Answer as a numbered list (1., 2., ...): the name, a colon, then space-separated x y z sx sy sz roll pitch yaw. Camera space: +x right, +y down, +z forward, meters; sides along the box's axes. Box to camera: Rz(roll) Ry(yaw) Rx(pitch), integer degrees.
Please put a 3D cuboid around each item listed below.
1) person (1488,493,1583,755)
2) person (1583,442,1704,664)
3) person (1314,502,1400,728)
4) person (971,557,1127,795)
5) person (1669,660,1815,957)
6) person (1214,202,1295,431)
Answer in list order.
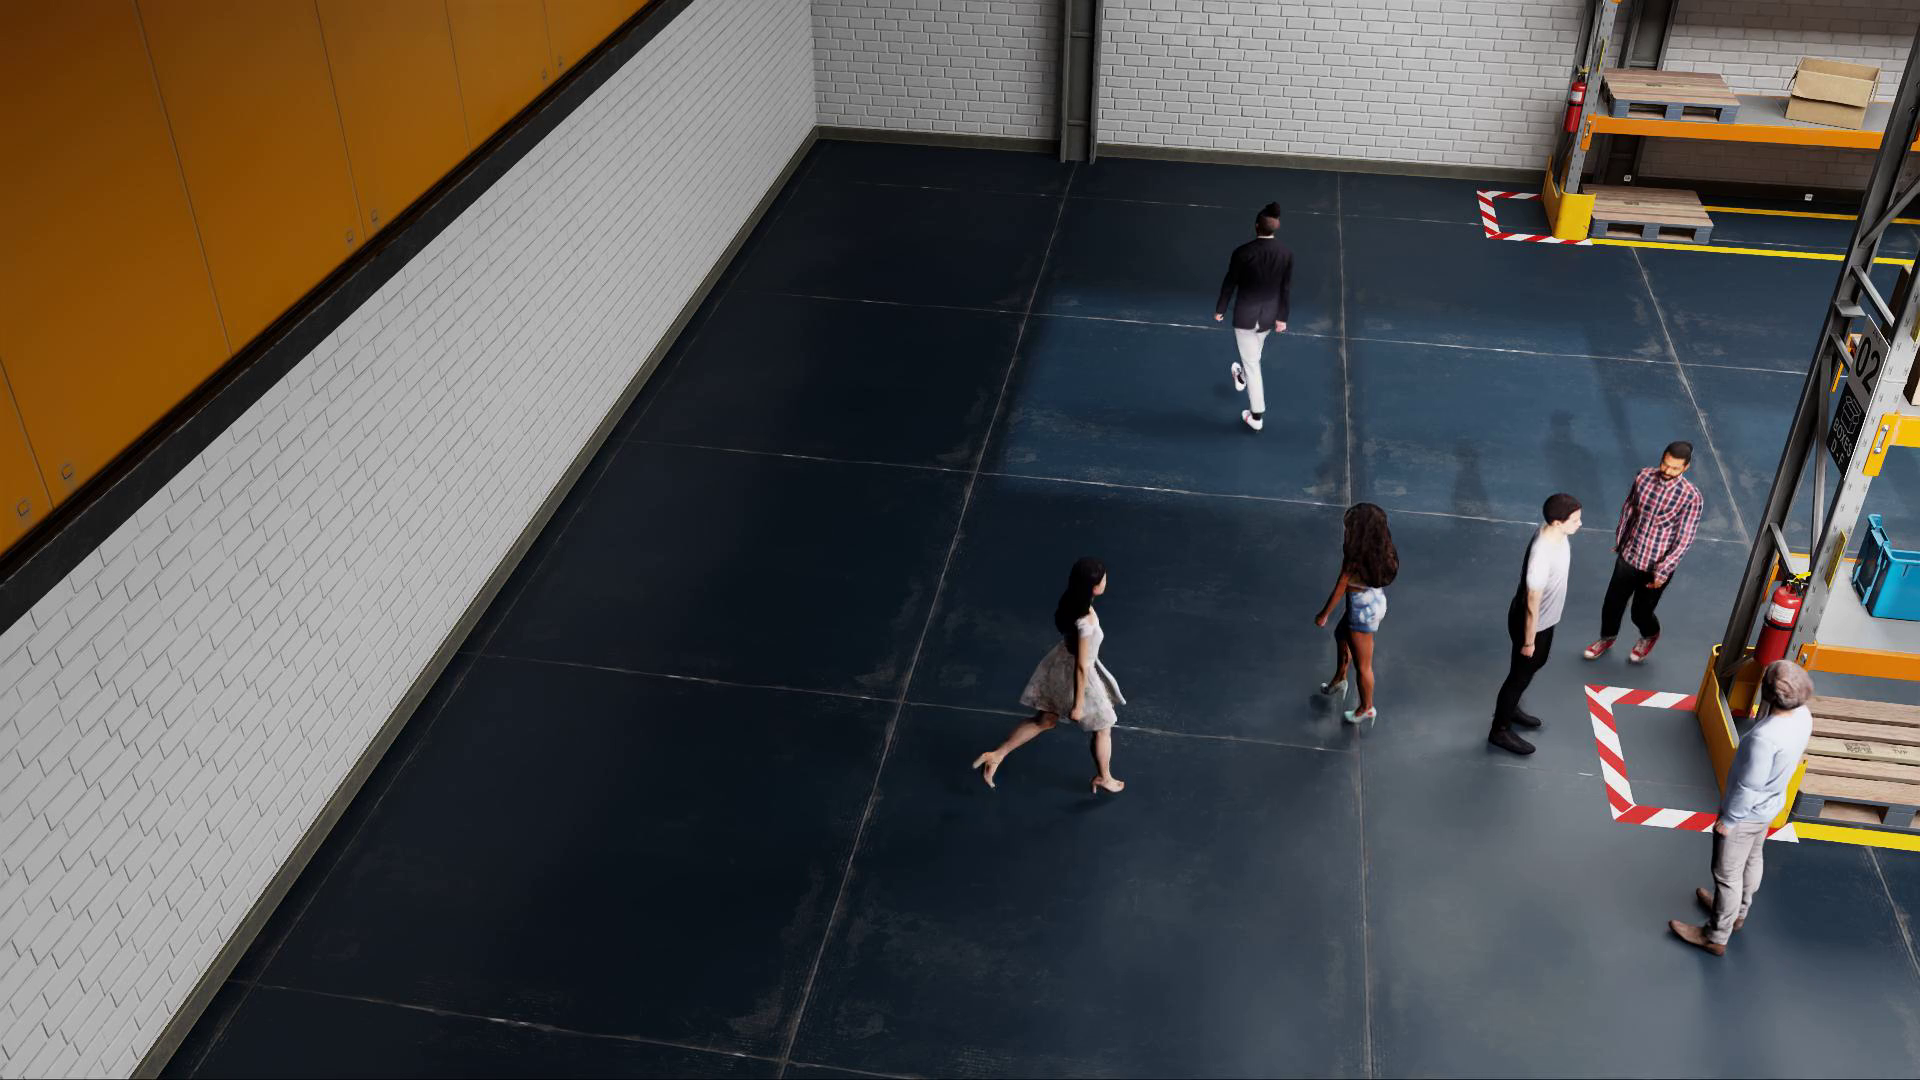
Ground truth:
1. person: 3.549 0.470 10.357 0.696 1.865 0.765 16 37 22
2. person: 4.608 0.098 11.025 0.954 1.745 0.893 -18 38 -25
3. person: 2.611 0.517 10.525 0.793 1.601 0.704 21 39 28
4. person: 0.567 0.883 9.855 1.262 1.731 0.920 -5 34 -7
5. person: 4.234 1.425 8.899 0.751 1.889 0.777 -27 42 -34
6. person: 2.484 -1.822 13.768 1.223 1.905 1.086 -8 34 -12
